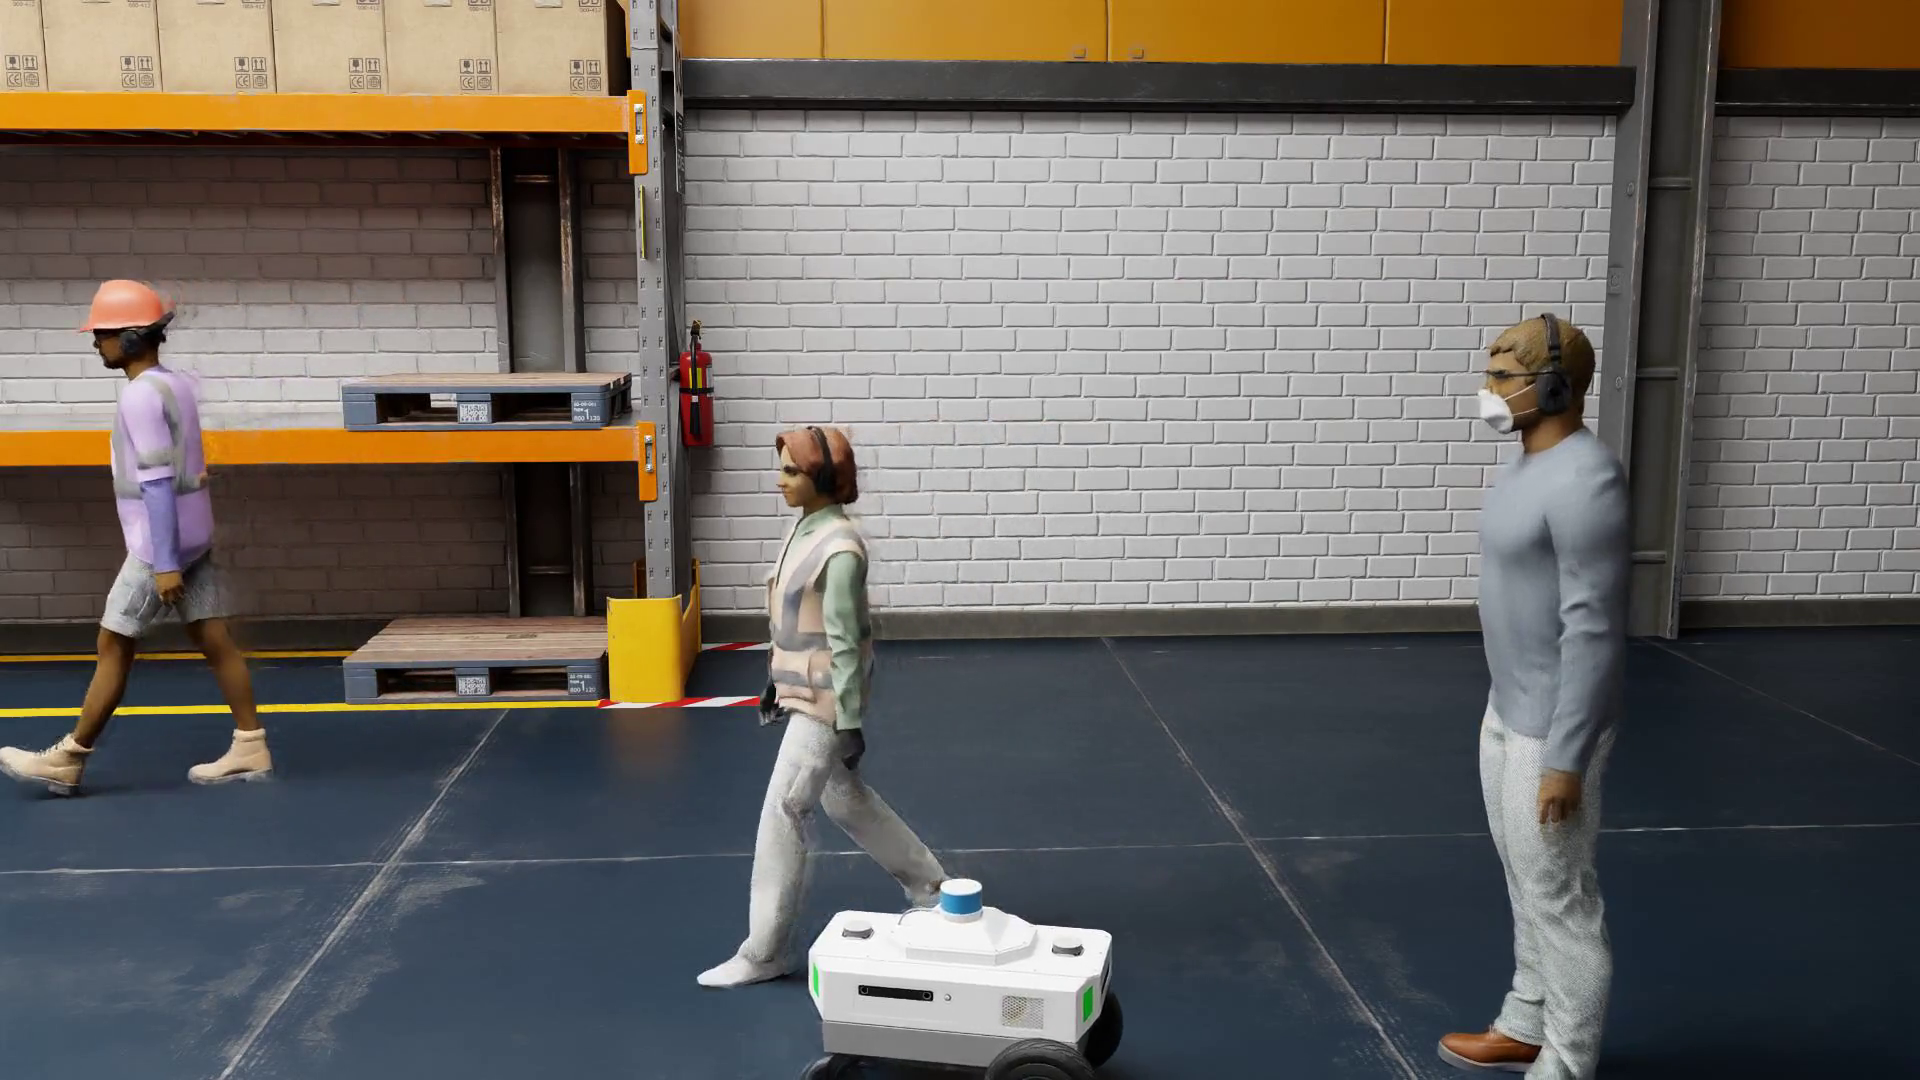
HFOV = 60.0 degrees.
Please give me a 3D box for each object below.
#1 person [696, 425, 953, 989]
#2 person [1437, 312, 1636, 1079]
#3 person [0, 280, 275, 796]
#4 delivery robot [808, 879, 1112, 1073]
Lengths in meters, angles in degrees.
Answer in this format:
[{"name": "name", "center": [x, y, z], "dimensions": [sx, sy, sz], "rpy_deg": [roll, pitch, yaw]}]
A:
[{"name": "person", "center": [-0.354, 0.461, 4.791], "dimensions": [0.793, 1.608, 0.509], "rpy_deg": [-2, 9, -14]}, {"name": "person", "center": [1.381, 0.435, 3.952], "dimensions": [0.357, 1.936, 0.635], "rpy_deg": [1, 9, 6]}, {"name": "person", "center": [-3.219, 0.007, 6.450], "dimensions": [1.017, 1.991, 0.639], "rpy_deg": [-2, 9, -11]}, {"name": "delivery robot", "center": [0.001, 1.066, 4.025], "dimensions": [0.707, 0.478, 0.477], "rpy_deg": [2, 9, 11]}]
